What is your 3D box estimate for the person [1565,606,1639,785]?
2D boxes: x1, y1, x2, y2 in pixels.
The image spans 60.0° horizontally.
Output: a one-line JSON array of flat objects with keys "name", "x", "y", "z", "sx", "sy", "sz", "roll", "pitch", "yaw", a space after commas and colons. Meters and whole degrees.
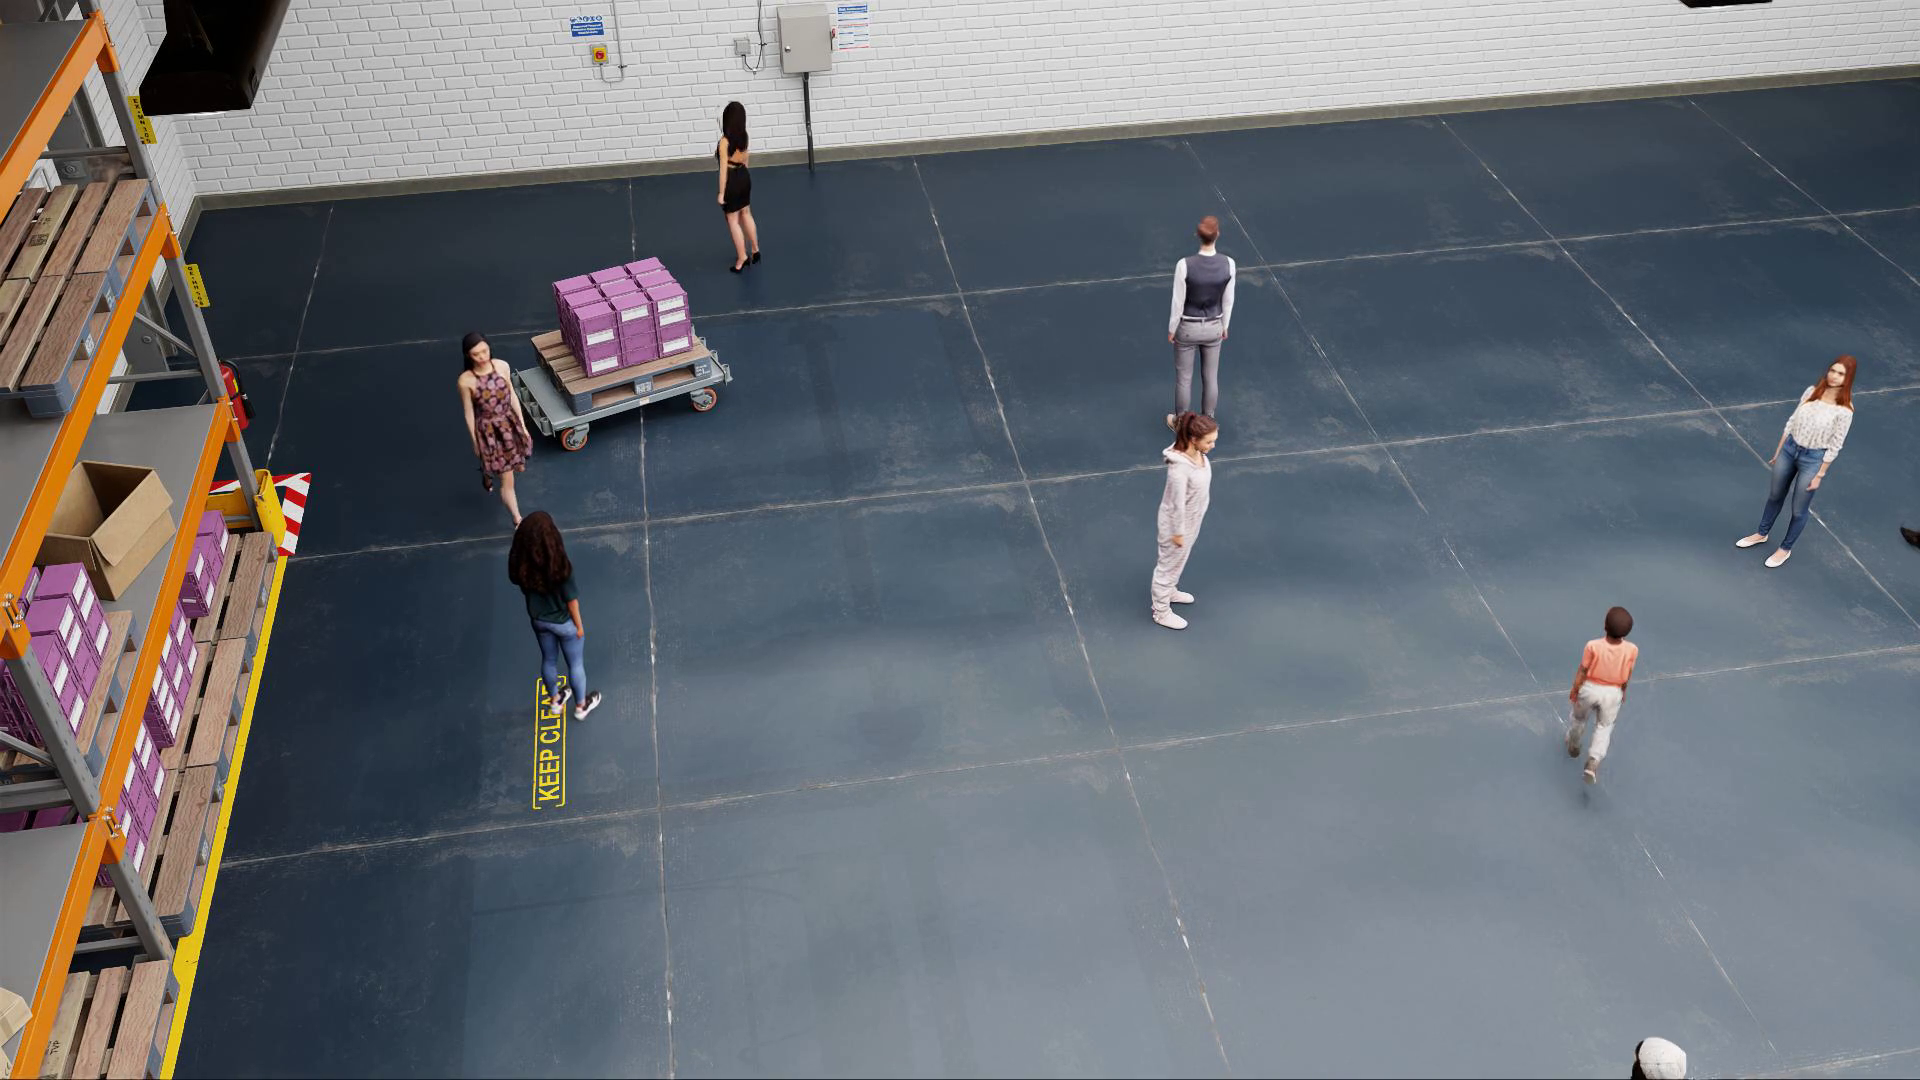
[{"name": "person", "x": 4.024, "y": 0.976, "z": 10.426, "sx": 0.683, "sy": 1.300, "sz": 0.841, "roll": 10, "pitch": 40, "yaw": 12}]

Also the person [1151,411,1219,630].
[{"name": "person", "x": 1.515, "y": -0.169, "z": 11.549, "sx": 0.787, "sy": 1.687, "sz": 0.679, "roll": 13, "pitch": 40, "yaw": 15}]

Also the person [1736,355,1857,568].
[{"name": "person", "x": 6.115, "y": -0.588, "z": 12.042, "sx": 0.693, "sy": 1.726, "sz": 0.551, "roll": -18, "pitch": 42, "yaw": -21}]

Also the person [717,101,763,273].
[{"name": "person", "x": -2.080, "y": -3.258, "z": 15.462, "sx": 0.735, "sy": 1.630, "sz": 0.653, "roll": 12, "pitch": 40, "yaw": 14}]

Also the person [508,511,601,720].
[{"name": "person", "x": -2.629, "y": 0.498, "z": 10.770, "sx": 0.689, "sy": 1.616, "sz": 0.722, "roll": 11, "pitch": 40, "yaw": 13}]

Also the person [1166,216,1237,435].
[{"name": "person", "x": 1.913, "y": -1.694, "z": 13.254, "sx": 0.672, "sy": 1.944, "sz": 0.584, "roll": -3, "pitch": 39, "yaw": -4}]

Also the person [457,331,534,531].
[{"name": "person", "x": -3.441, "y": -0.791, "z": 12.270, "sx": 0.923, "sy": 1.759, "sz": 1.030, "roll": -32, "pitch": 48, "yaw": -34}]
